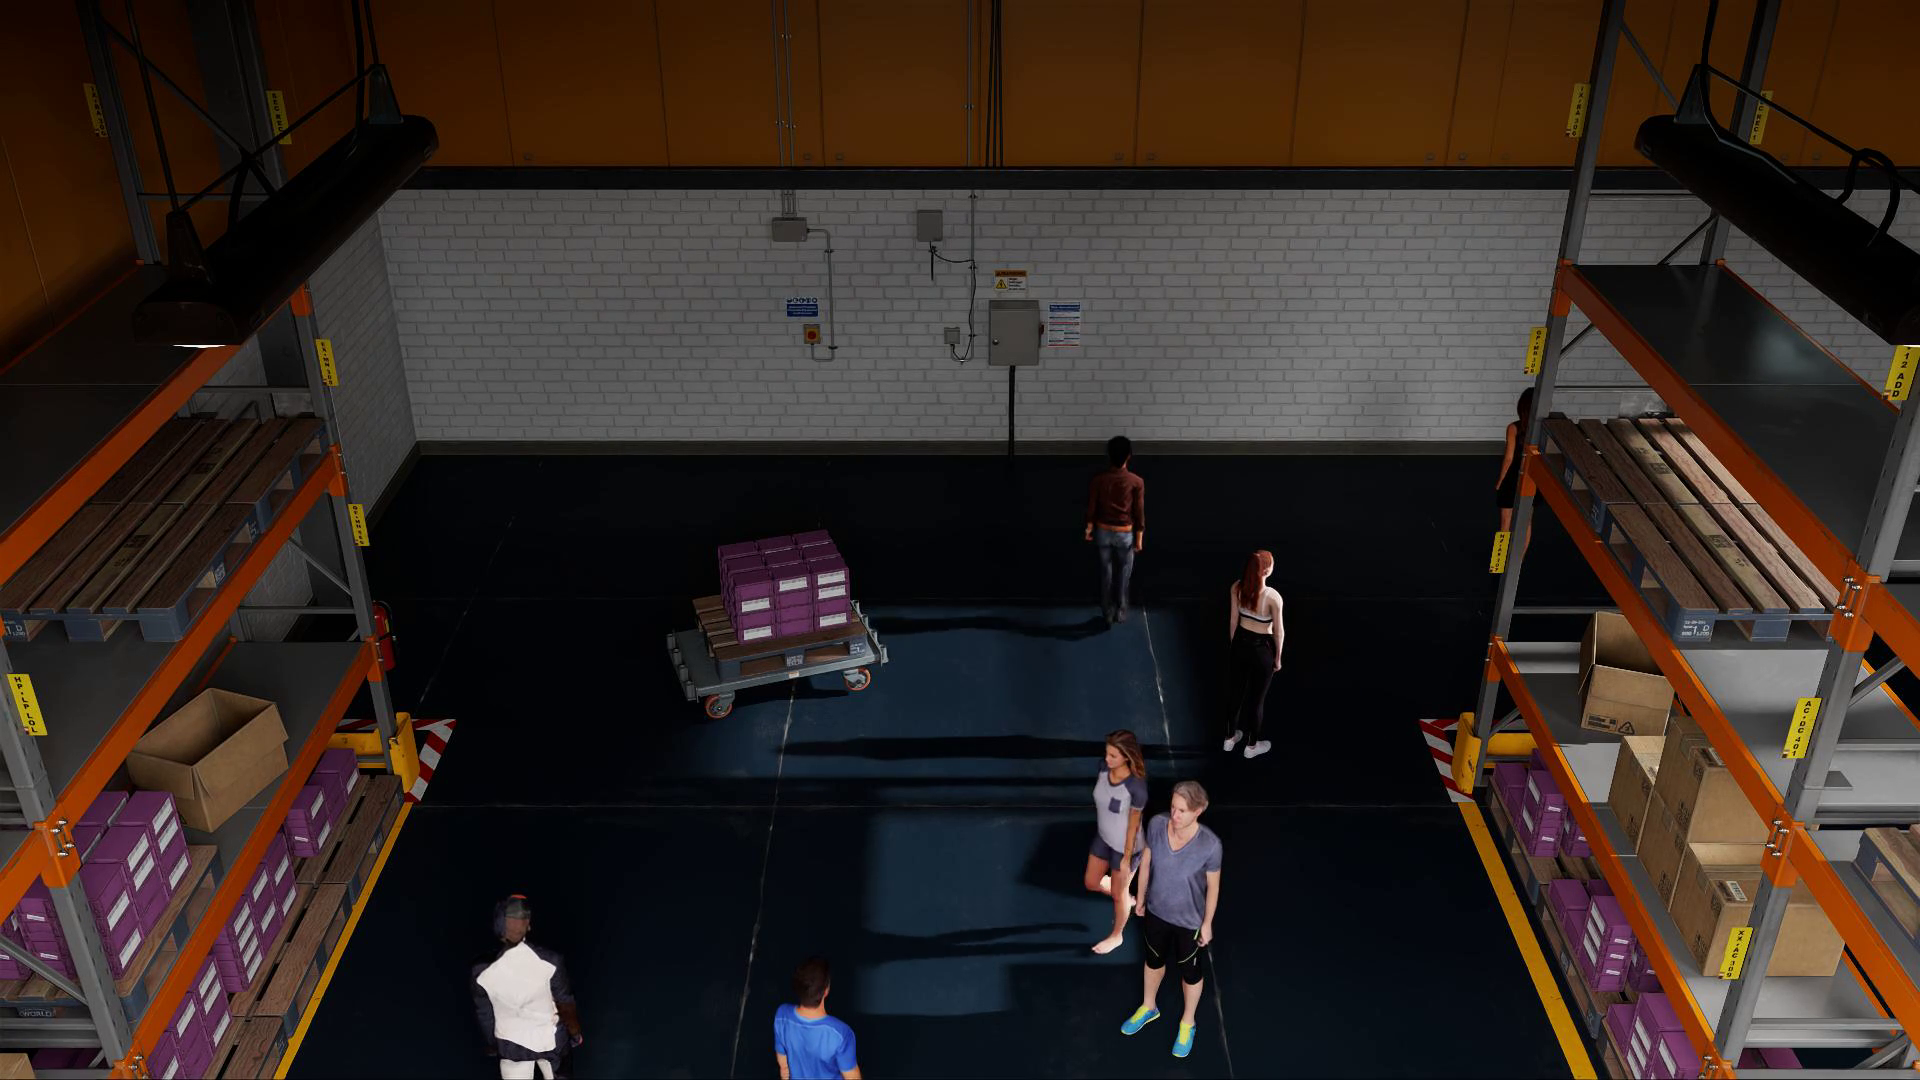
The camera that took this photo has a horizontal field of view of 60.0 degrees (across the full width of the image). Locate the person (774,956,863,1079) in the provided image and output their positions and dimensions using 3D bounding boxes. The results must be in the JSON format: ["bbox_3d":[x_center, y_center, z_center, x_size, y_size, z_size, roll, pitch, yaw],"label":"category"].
[{"bbox_3d":[-0.727,2.912,8.554,0.684,1.868,0.679,10,30,18],"label":"person"}]

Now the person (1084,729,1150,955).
[{"bbox_3d":[1.079,1.894,10.575,0.810,1.720,0.751,-17,33,-28],"label":"person"}]

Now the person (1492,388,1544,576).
[{"bbox_3d":[5.000,-0.500,14.844,0.613,1.834,0.562,-3,29,-6],"label":"person"}]

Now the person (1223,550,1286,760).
[{"bbox_3d":[2.190,0.846,12.474,0.669,1.742,0.706,21,35,33],"label":"person"}]

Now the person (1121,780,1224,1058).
[{"bbox_3d":[1.279,2.202,9.835,0.757,1.889,0.773,17,33,29],"label":"person"}]

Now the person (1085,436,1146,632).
[{"bbox_3d":[1.293,0.003,13.990,0.695,1.770,0.693,3,29,6],"label":"person"}]

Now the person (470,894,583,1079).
[{"bbox_3d":[-2.305,2.682,8.950,0.719,1.893,0.648,-5,29,-10],"label":"person"}]
